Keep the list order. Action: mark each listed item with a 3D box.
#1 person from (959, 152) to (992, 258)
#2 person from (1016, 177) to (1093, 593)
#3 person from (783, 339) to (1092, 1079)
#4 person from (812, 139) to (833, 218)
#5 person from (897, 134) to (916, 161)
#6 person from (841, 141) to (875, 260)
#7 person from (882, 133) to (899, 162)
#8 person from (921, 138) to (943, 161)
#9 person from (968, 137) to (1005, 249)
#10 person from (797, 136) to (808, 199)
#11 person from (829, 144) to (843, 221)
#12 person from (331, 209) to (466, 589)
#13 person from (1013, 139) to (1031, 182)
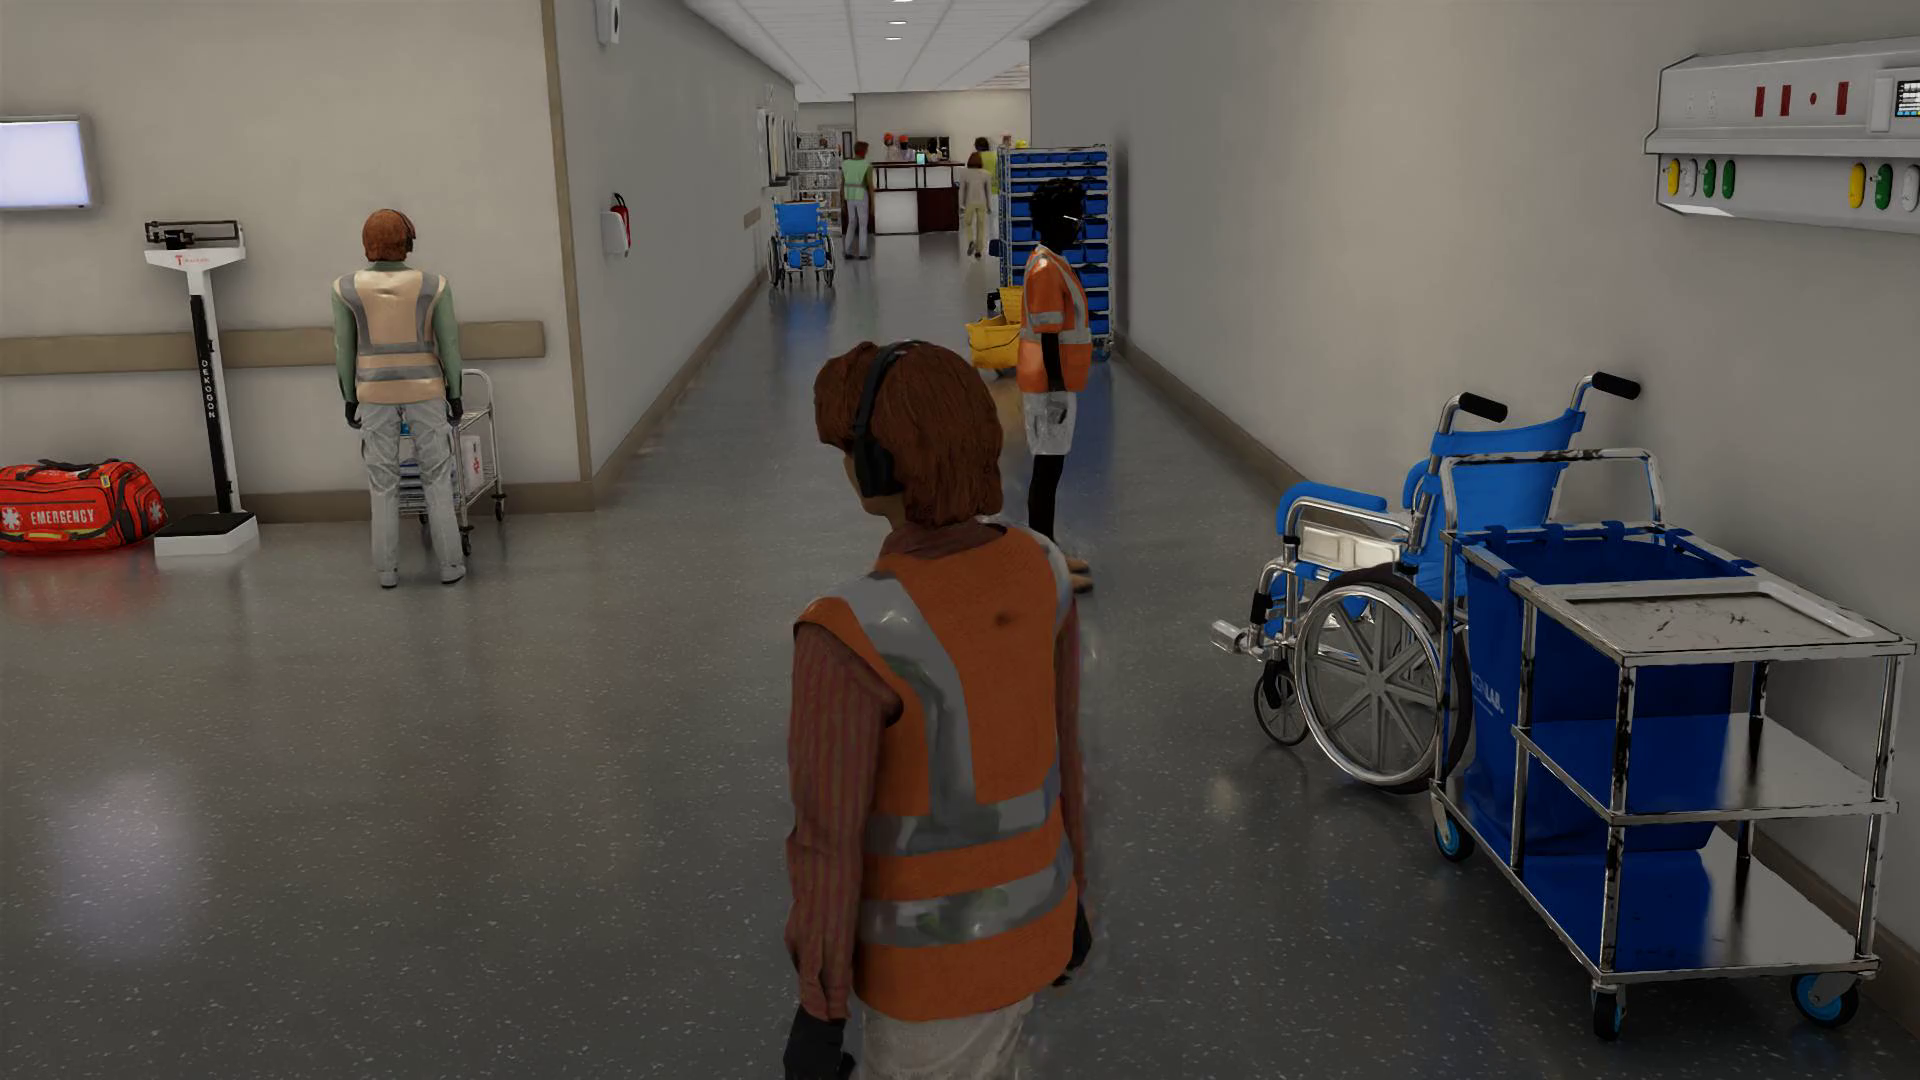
[{"bbox_3d":[0.242,-5.147,25.596,0.523,1.613,0.401,-3,14,-6],"label":"person"},{"bbox_3d":[0.392,-0.636,6.878,0.319,1.694,0.532,-1,14,4],"label":"person"},{"bbox_3d":[-0.022,0.548,2.212,0.362,1.625,0.515,7,16,32],"label":"person"},{"bbox_3d":[-3.285,-8.772,40.348,0.575,1.885,0.355,-10,16,-30],"label":"person"},{"bbox_3d":[-1.346,-8.935,40.704,0.545,1.931,0.380,-1,14,4],"label":"person"},{"bbox_3d":[-1.606,-5.295,25.978,0.598,1.836,0.398,5,15,27],"label":"person"},{"bbox_3d":[-1.668,-8.833,40.208,0.428,1.978,0.633,1,14,11],"label":"person"},{"bbox_3d":[-0.618,-8.206,37.827,0.629,1.835,0.429,-10,16,-32],"label":"person"},{"bbox_3d":[0.430,-5.784,27.778,0.682,1.823,0.431,-5,14,-14],"label":"person"},{"bbox_3d":[-4.337,-9.863,44.783,0.366,1.967,0.602,7,16,32],"label":"person"},{"bbox_3d":[-2.835,-8.228,38.332,0.341,1.750,0.566,-4,14,-11],"label":"person"},{"bbox_3d":[-2.408,-0.599,7.191,0.521,1.632,0.315,-5,14,-12],"label":"person"},{"bbox_3d":[1.097,-6.248,29.710,0.525,1.769,0.311,-6,14,-19],"label":"person"}]
